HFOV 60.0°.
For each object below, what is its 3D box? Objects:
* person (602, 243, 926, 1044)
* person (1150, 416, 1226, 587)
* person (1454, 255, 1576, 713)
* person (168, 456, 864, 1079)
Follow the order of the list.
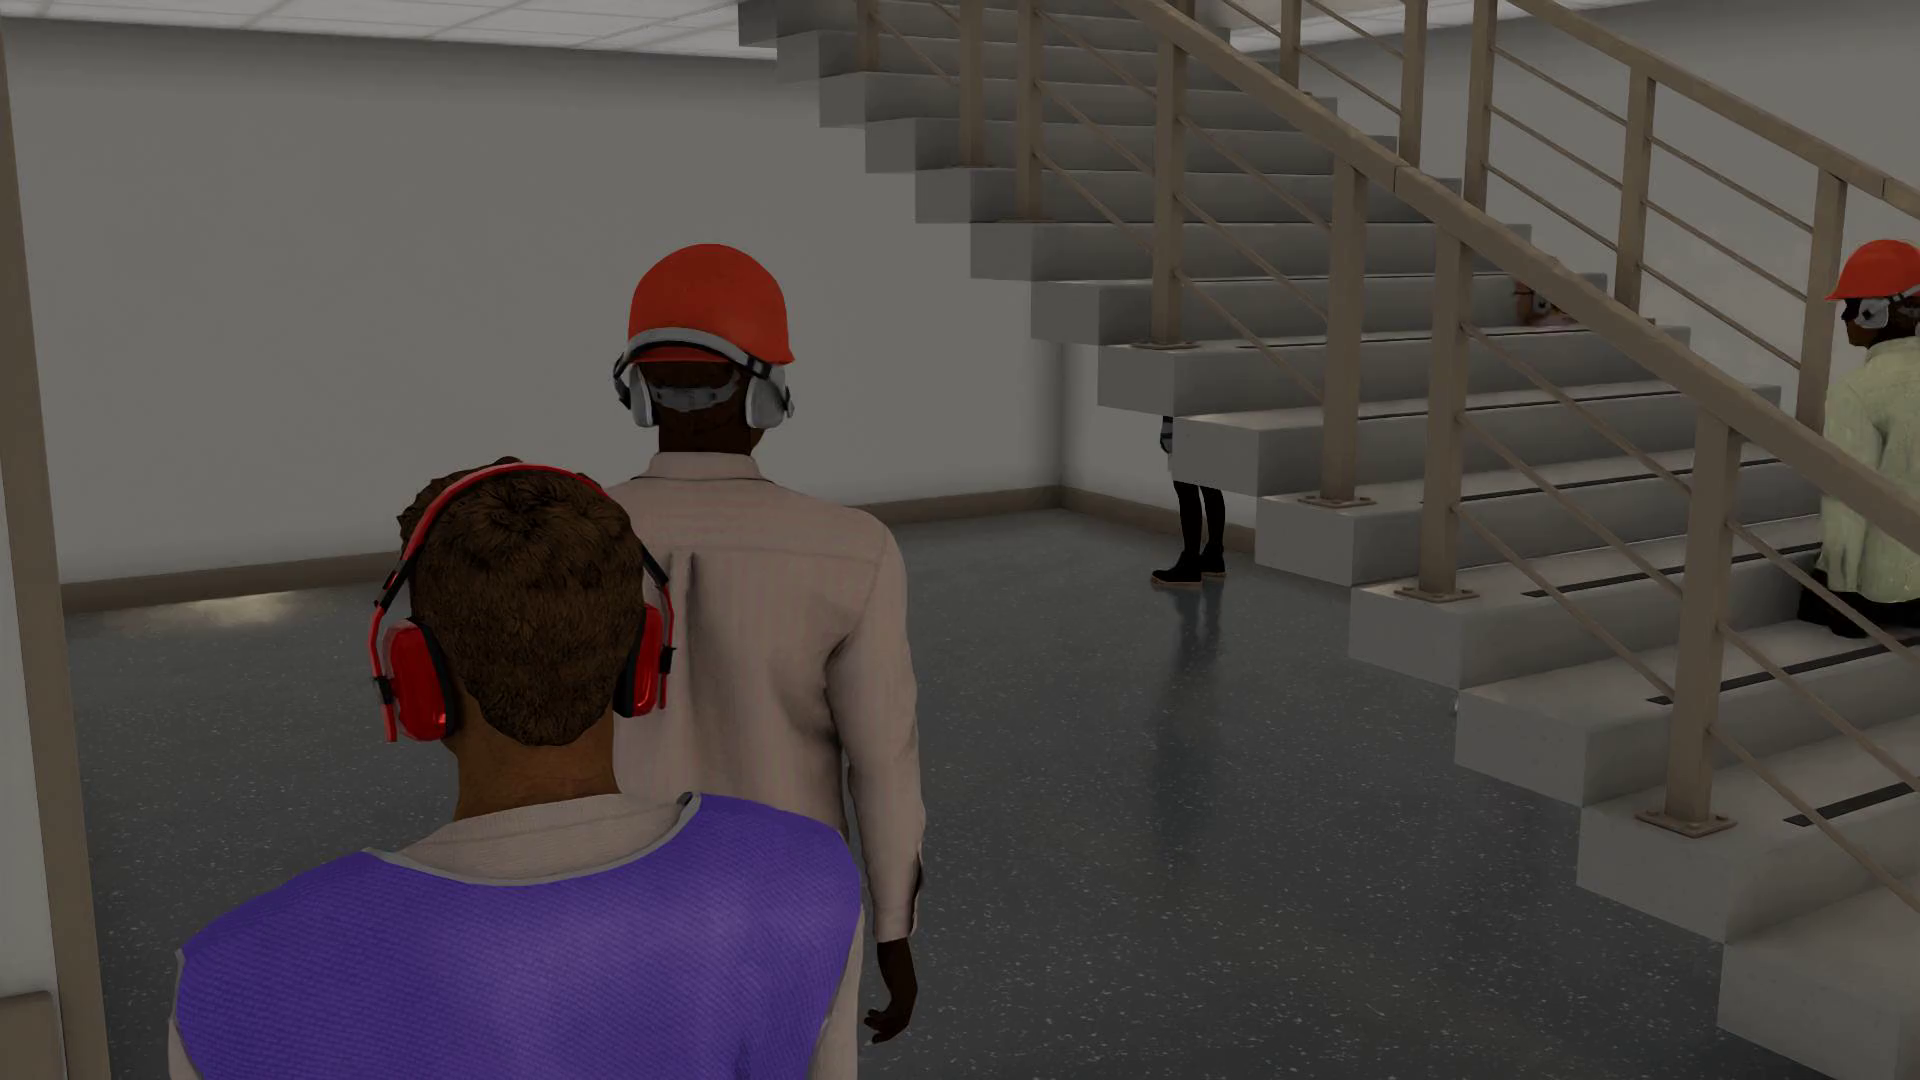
[{"bbox_3d":[-0.359,0.561,2.521,0.623,1.989,0.401,1,11,4],"label":"person"},{"bbox_3d":[1.306,-0.719,9.357,0.385,1.957,0.602,7,13,34],"label":"person"},{"bbox_3d":[2.305,-0.196,6.771,0.404,1.896,0.706,7,13,33],"label":"person"},{"bbox_3d":[-0.331,0.849,1.435,0.560,1.837,0.392,-7,13,-33],"label":"person"}]
